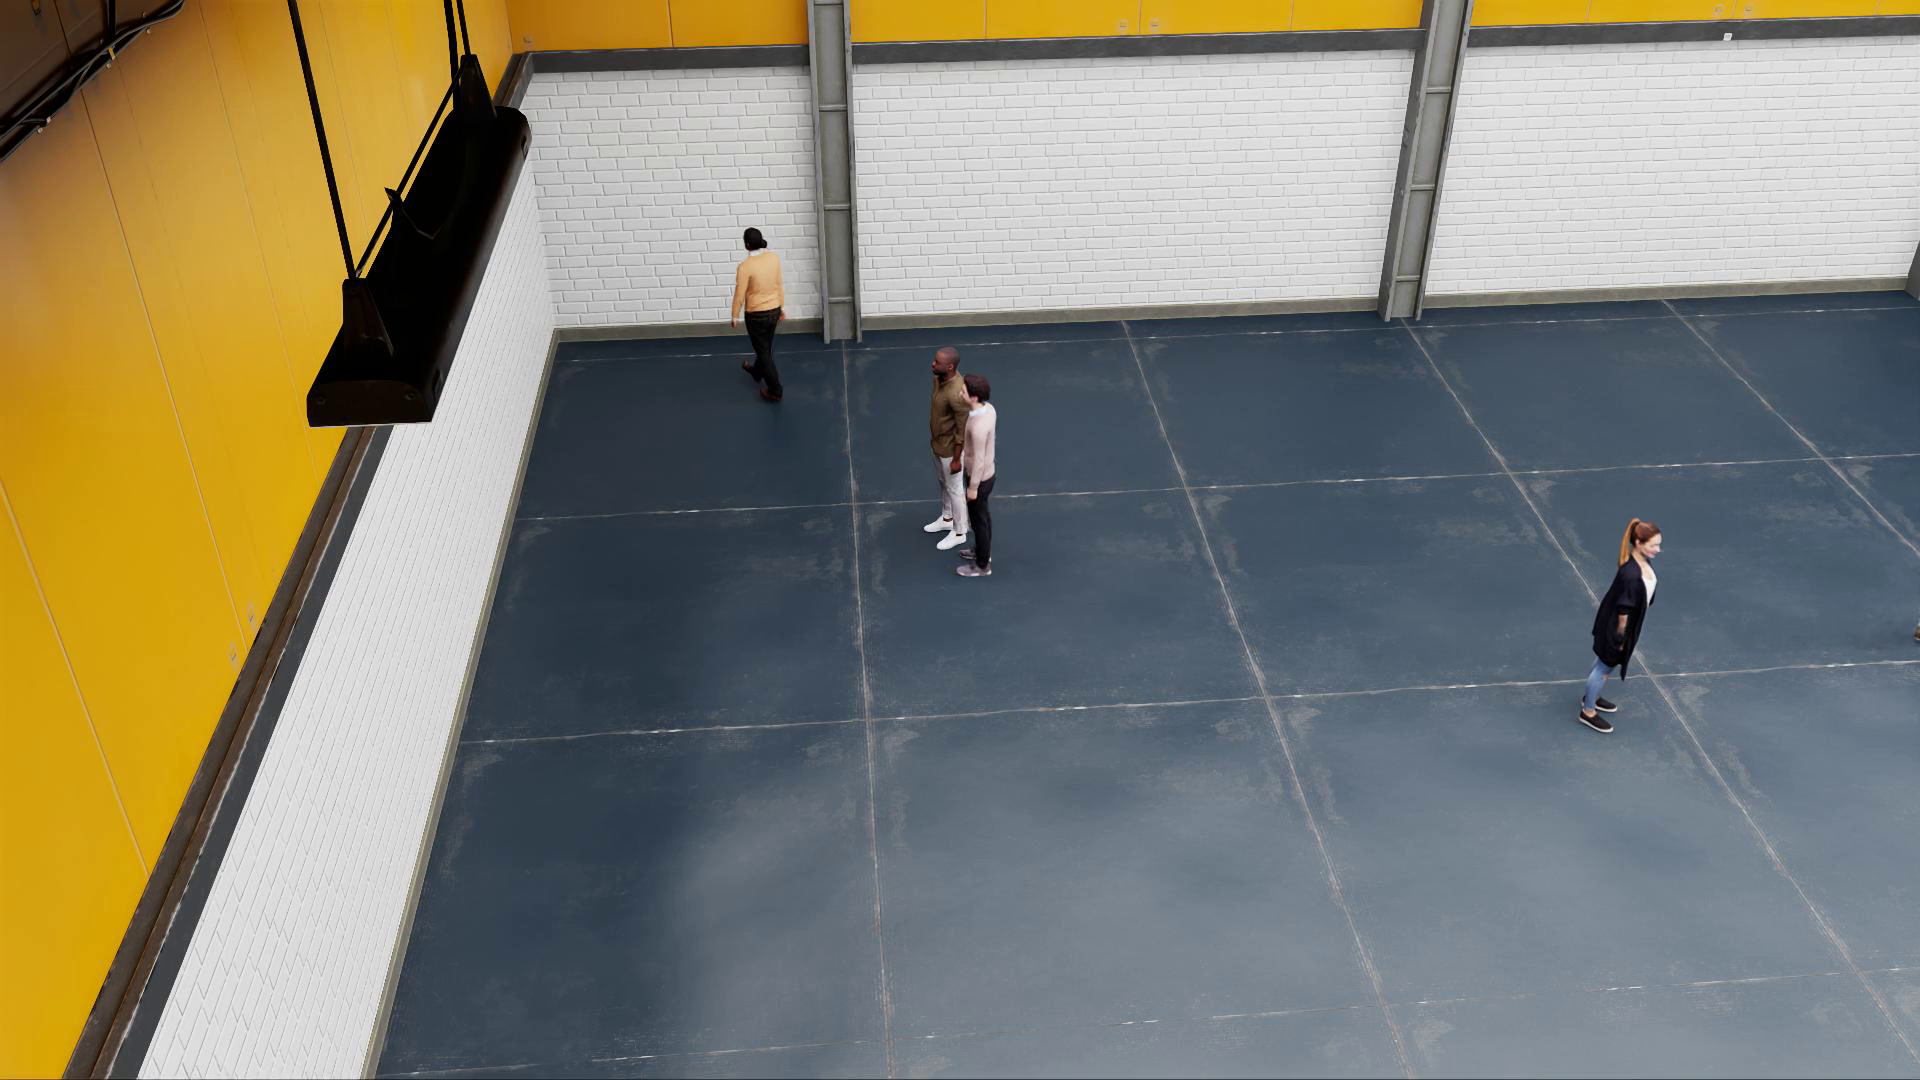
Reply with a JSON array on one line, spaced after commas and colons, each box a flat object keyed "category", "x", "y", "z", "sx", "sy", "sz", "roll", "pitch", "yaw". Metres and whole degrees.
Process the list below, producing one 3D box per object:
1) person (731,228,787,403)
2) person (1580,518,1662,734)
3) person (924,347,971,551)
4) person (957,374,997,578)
[{"category": "person", "x": -1.867, "y": -2.136, "z": 15.952, "sx": 1.089, "sy": 1.729, "sz": 1.052, "roll": 29, "pitch": 43, "yaw": 36}, {"category": "person", "x": 4.707, "y": 0.591, "z": 11.890, "sx": 0.750, "sy": 1.683, "sz": 0.722, "roll": 18, "pitch": 38, "yaw": 25}, {"category": "person", "x": -0.091, "y": -0.792, "z": 13.842, "sx": 0.691, "sy": 1.825, "sz": 0.788, "roll": -12, "pitch": 36, "yaw": -18}, {"category": "person", "x": 0.155, "y": -0.524, "z": 13.455, "sx": 0.610, "sy": 1.808, "sz": 0.675, "roll": 4, "pitch": 34, "yaw": 5}]
